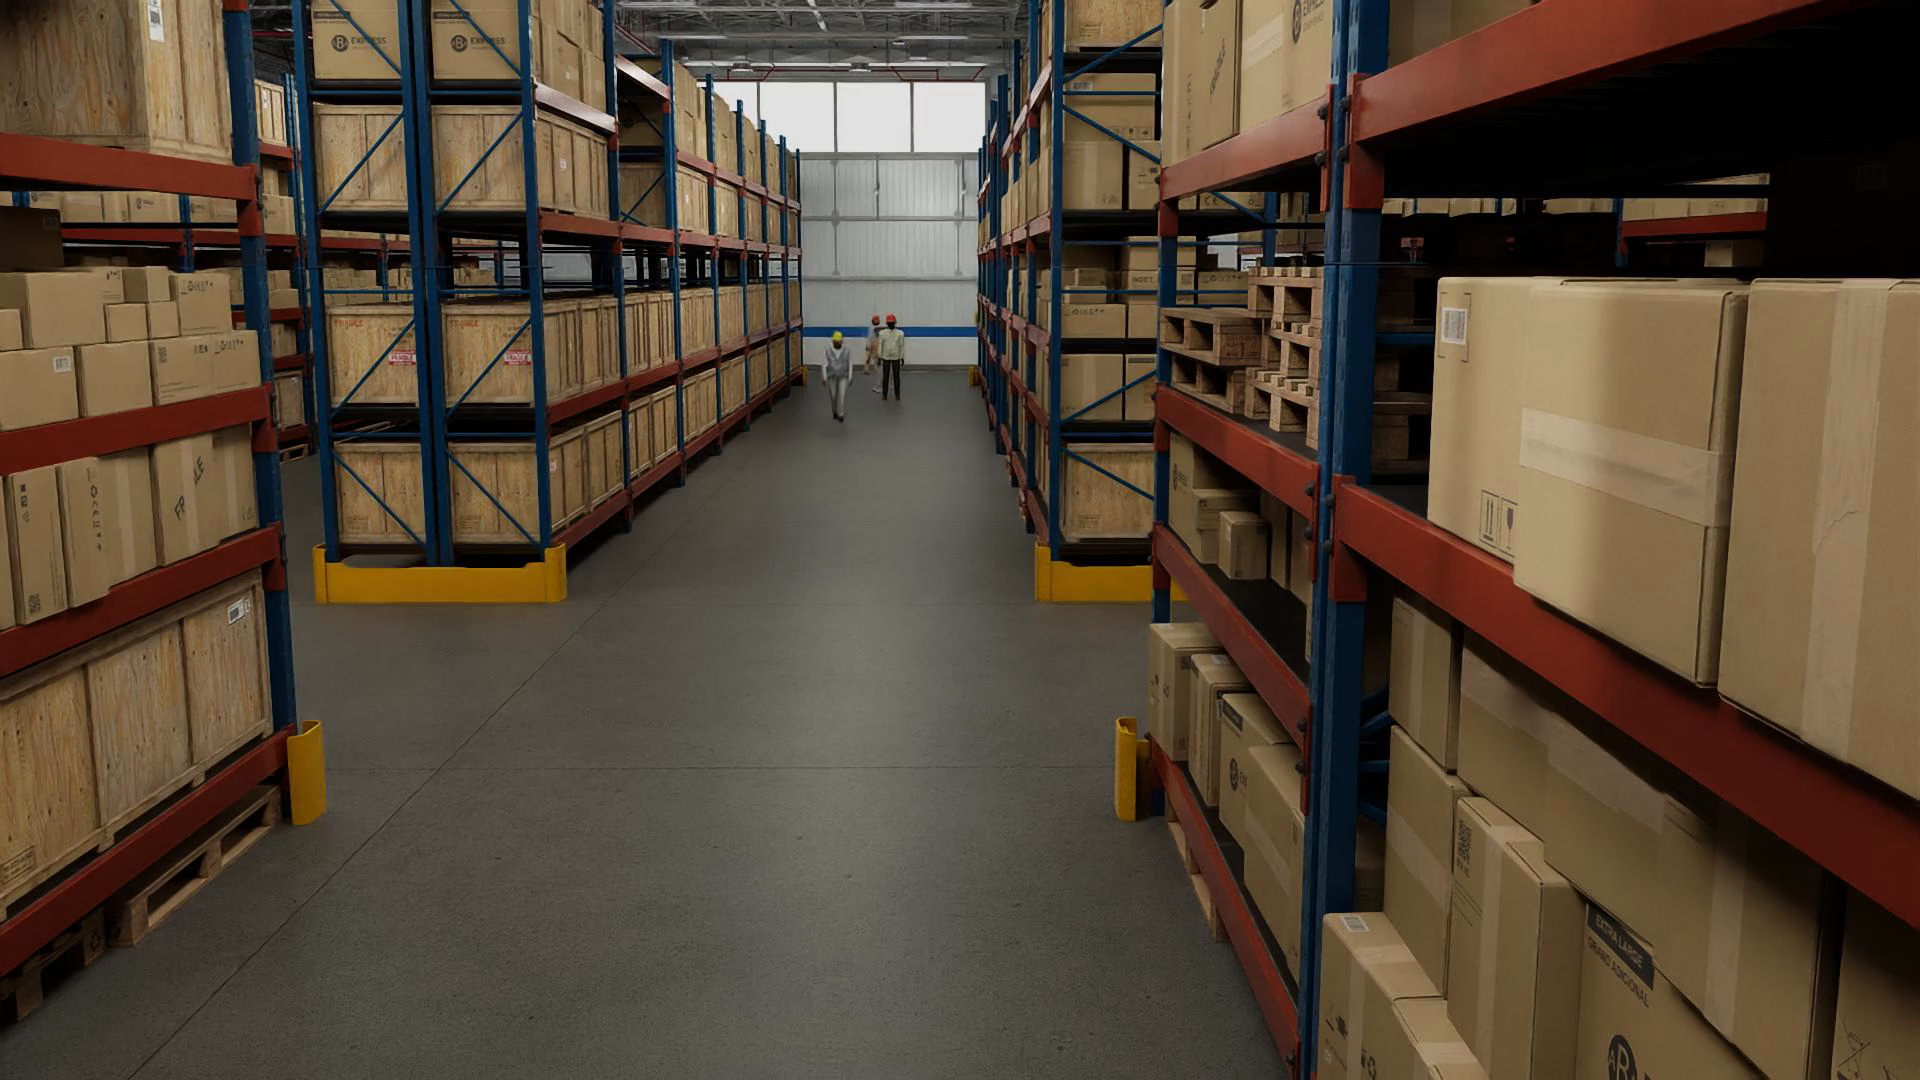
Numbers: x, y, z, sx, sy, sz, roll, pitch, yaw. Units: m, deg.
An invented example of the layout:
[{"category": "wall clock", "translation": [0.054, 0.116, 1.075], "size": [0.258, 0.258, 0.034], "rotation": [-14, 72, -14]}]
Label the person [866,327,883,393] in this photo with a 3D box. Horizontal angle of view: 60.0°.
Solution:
[{"category": "person", "translation": [-2.030, -4.391, 40.700], "size": [0.520, 1.600, 0.841], "rotation": [6, 11, 32]}]

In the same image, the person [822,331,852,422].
[{"category": "person", "translation": [-2.447, -3.268, 33.200], "size": [0.599, 1.806, 0.840], "rotation": [-1, 9, -3]}]

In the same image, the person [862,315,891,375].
[{"category": "person", "translation": [-2.415, -5.565, 47.573], "size": [0.915, 1.702, 0.591], "rotation": [-4, 10, -22]}]

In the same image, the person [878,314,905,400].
[{"category": "person", "translation": [-1.588, -4.220, 38.440], "size": [0.621, 1.994, 0.381], "rotation": [0, 9, -1]}]
